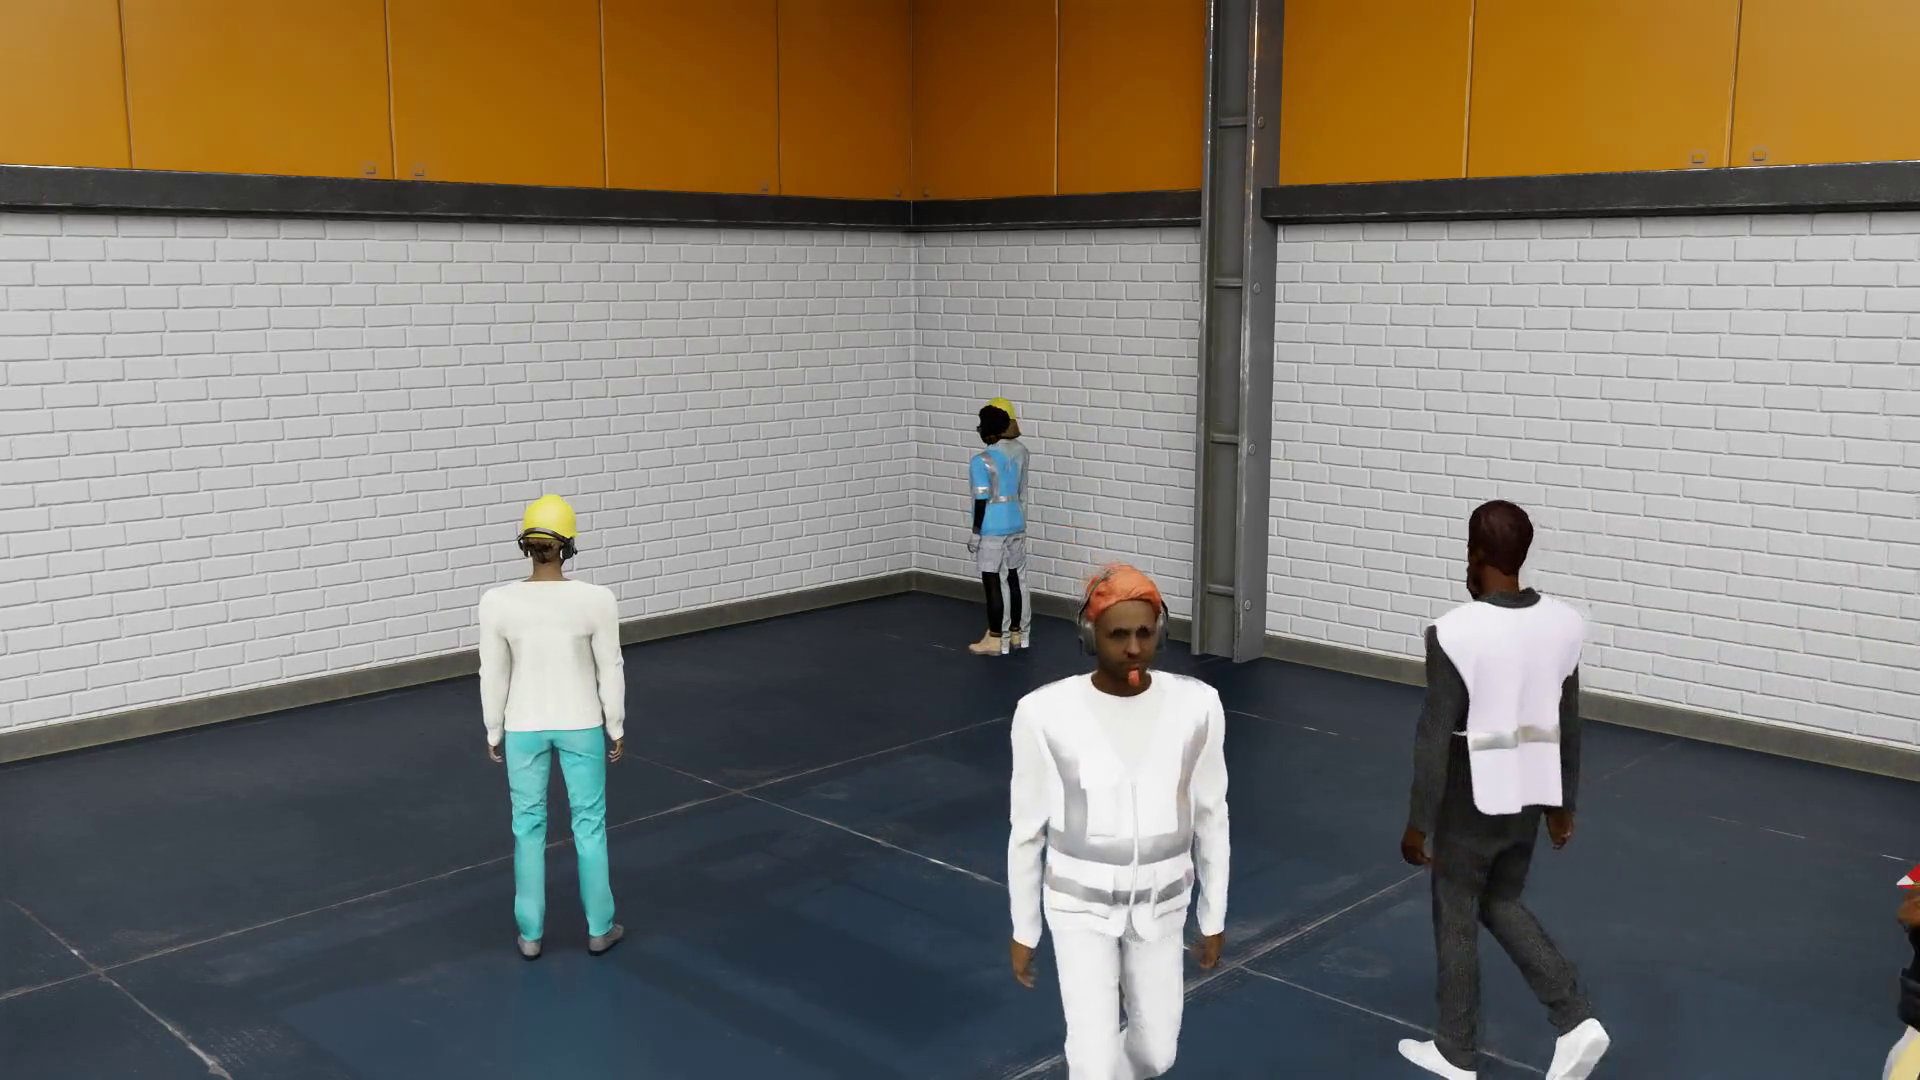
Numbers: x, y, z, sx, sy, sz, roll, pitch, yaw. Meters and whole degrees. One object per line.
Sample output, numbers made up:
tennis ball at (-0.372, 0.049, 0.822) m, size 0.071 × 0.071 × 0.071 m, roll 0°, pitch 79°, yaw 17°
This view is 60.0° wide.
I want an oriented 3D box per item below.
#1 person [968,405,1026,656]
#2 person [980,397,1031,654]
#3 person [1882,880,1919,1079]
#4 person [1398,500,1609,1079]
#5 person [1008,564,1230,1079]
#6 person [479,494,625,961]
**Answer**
person at (0.242, -0.065, 11.265) m, size 0.319 × 1.696 × 0.550 m, roll 7°, pitch 12°, yaw 37°
person at (0.275, -0.101, 11.339) m, size 0.323 × 1.742 × 0.492 m, roll 8°, pitch 12°, yaw 39°
person at (1.388, 1.325, 2.423) m, size 0.792 × 1.813 × 0.654 m, roll 2°, pitch 9°, yaw 10°
person at (1.708, 0.830, 5.192) m, size 0.615 × 1.900 × 0.594 m, roll -5°, pitch 11°, yaw -29°
person at (0.403, 0.965, 4.444) m, size 0.590 × 1.866 × 0.762 m, roll -2°, pitch 9°, yaw -10°
person at (-1.535, 0.708, 6.309) m, size 0.531 × 1.767 × 0.328 m, roll -1°, pitch 9°, yaw -6°
